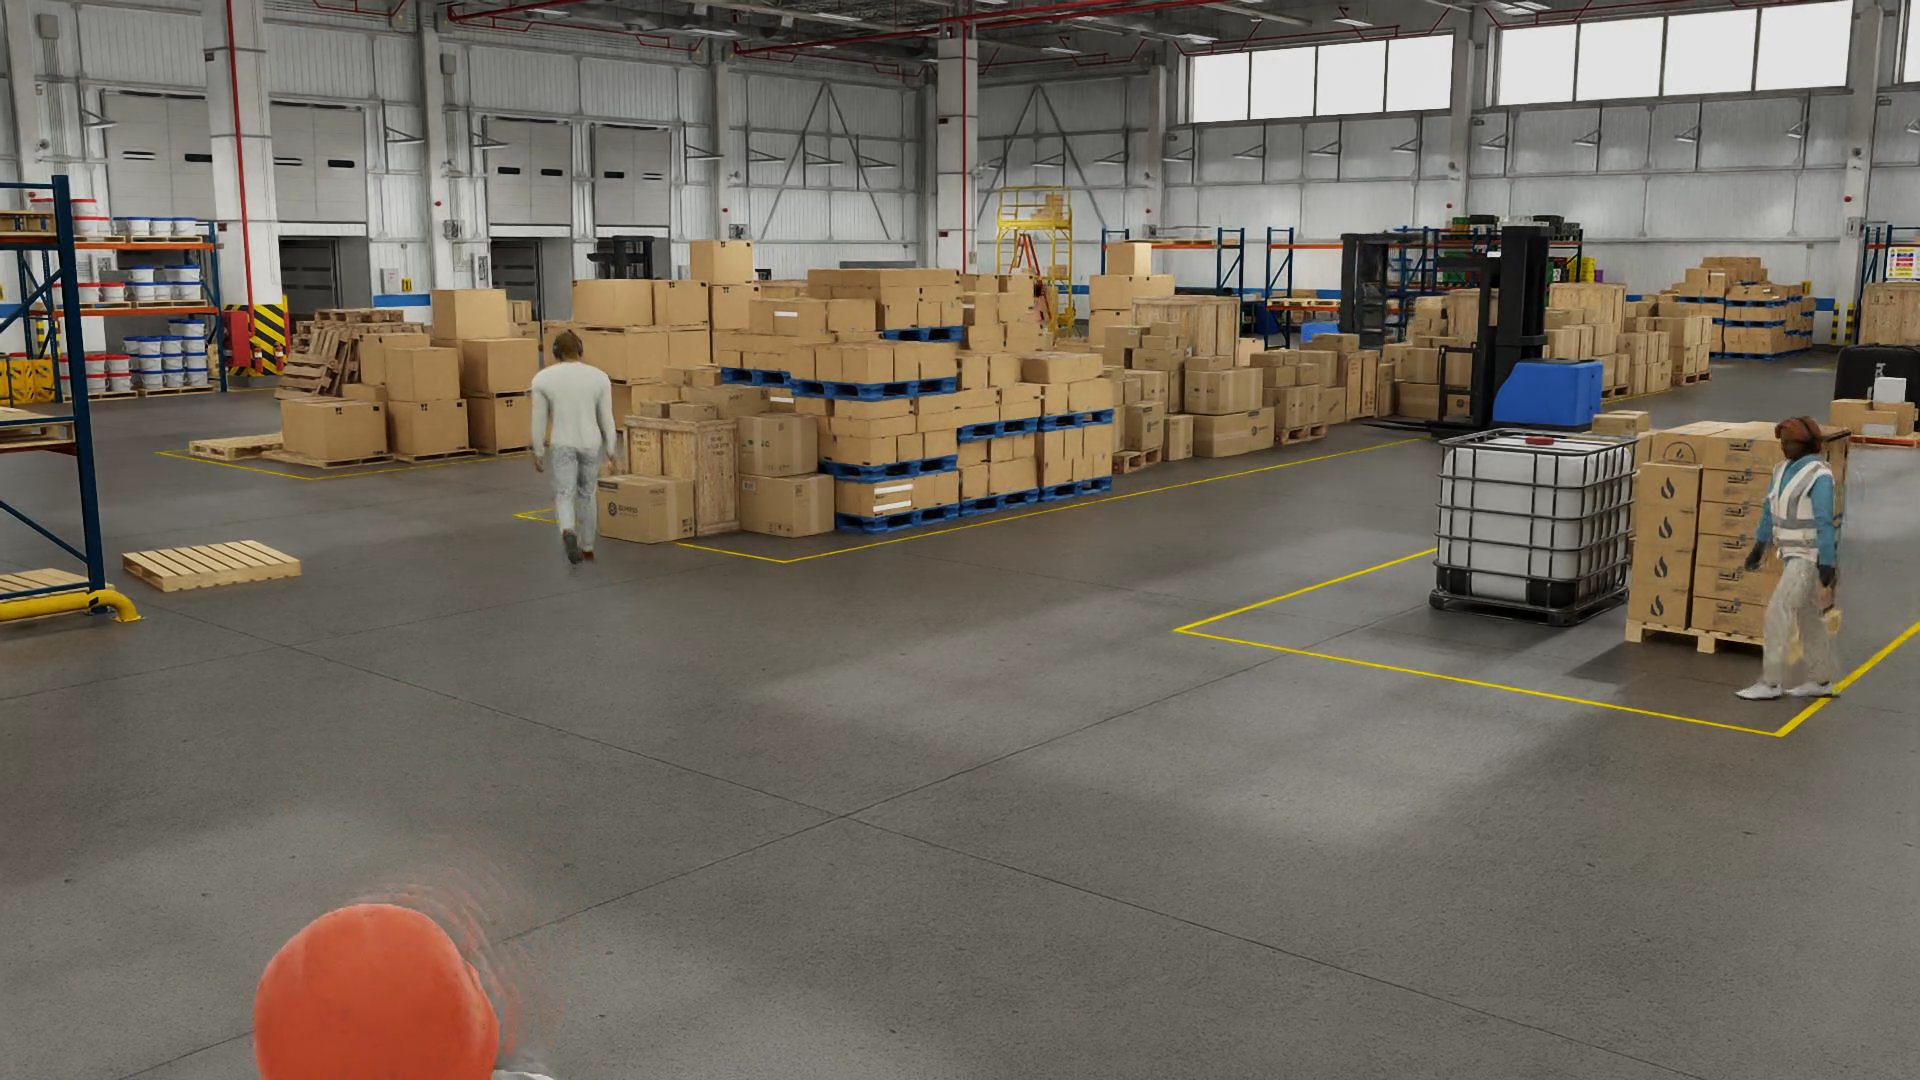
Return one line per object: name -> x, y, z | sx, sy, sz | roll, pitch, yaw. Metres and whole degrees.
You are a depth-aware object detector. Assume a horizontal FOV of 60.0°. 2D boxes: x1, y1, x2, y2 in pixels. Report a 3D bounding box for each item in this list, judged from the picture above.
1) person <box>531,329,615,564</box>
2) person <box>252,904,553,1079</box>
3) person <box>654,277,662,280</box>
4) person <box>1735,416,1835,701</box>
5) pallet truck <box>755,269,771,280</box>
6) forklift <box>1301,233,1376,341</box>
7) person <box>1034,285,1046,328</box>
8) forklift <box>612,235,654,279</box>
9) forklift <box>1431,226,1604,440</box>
person -> -3.076, -0.727, 13.302 | 0.660, 1.912, 0.723 | -4, 11, -21
person -> -0.608, 1.275, 1.948 | 0.498, 1.888, 0.597 | 6, 12, 31
person -> -6.512, -4.725, 36.023 | 0.635, 1.929, 0.387 | -5, 11, -25
person -> 4.653, 0.108, 9.381 | 0.702, 1.608, 0.503 | 1, 10, 5
pallet truck -> -4.996, -6.432, 45.525 | 1.885, 1.965, 0.823 | -6, 12, -32
forklift -> 7.702, -4.562, 32.368 | 1.873, 2.768, 1.129 | 8, 13, 40
person -> 1.813, -5.111, 38.891 | 0.415, 1.676, 0.550 | -5, 11, -25
forklift -> -7.300, -5.450, 37.421 | 1.873, 2.768, 1.129 | 8, 13, 40
forklift -> 7.339, -2.688, 21.696 | 1.873, 2.768, 1.129 | 8, 13, 40
